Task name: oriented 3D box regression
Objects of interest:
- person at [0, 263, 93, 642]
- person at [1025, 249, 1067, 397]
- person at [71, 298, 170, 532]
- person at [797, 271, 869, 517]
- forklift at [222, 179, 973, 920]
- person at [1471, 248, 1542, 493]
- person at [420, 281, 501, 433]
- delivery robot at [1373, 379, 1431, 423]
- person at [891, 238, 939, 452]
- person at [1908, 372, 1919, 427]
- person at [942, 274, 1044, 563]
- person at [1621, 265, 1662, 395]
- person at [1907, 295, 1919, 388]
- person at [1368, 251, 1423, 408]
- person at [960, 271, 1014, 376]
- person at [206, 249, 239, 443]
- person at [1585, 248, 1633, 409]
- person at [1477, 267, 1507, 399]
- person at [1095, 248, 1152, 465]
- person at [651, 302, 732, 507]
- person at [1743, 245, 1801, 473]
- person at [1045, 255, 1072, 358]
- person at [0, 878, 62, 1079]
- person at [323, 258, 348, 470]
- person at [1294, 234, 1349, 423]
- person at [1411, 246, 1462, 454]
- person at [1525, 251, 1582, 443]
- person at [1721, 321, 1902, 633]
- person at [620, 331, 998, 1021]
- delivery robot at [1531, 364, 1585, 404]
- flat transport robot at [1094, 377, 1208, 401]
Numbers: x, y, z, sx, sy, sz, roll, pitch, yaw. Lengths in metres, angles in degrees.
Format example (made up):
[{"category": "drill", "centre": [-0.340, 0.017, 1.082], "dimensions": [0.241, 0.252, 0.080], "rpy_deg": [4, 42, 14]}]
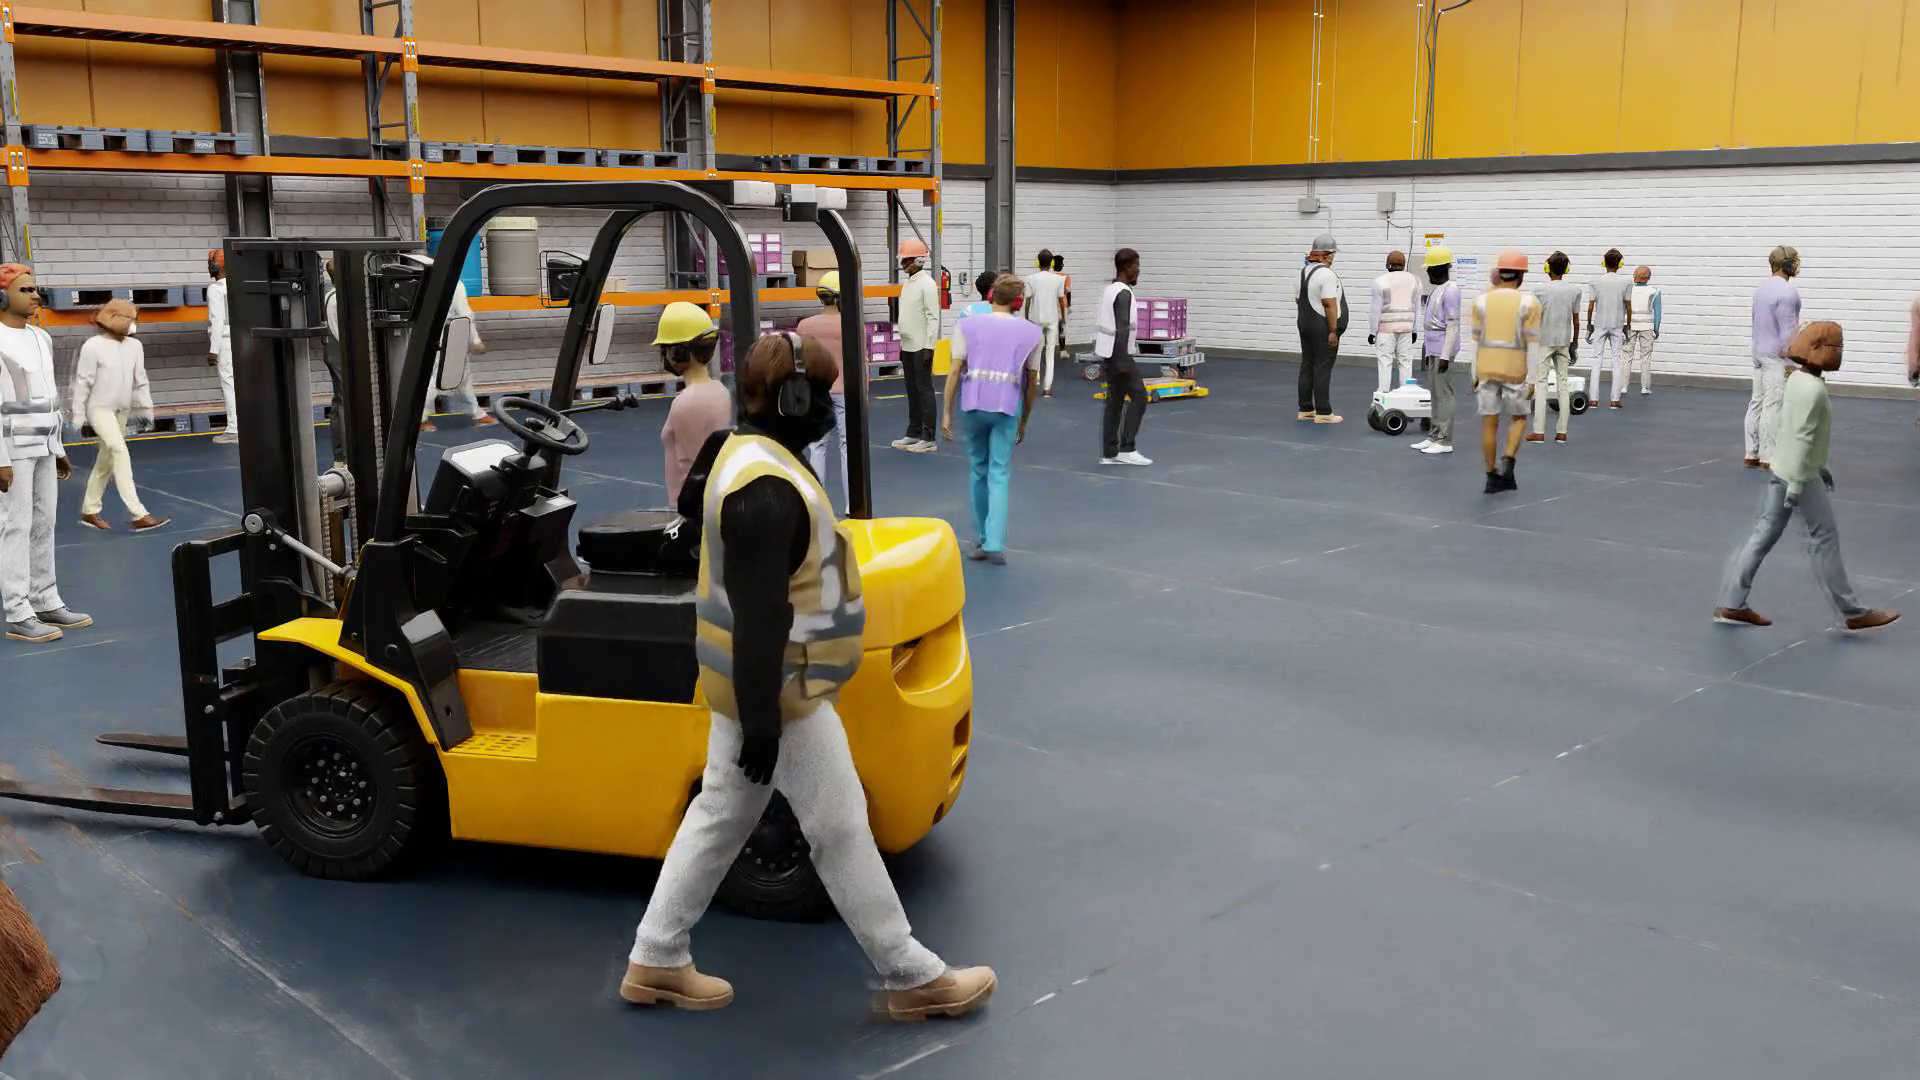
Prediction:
[{"category": "person", "centre": [-4.691, -0.439, 8.366], "dimensions": [0.355, 1.885, 0.576], "rpy_deg": [0, 10, 1]}, {"category": "person", "centre": [1.084, -2.718, 20.887], "dimensions": [0.532, 1.856, 0.388], "rpy_deg": [1, 10, 6]}, {"category": "person", "centre": [-5.752, -0.841, 11.334], "dimensions": [0.839, 1.591, 0.524], "rpy_deg": [2, 11, 13]}, {"category": "person", "centre": [-0.911, -1.047, 12.007], "dimensions": [0.532, 1.765, 0.323], "rpy_deg": [2, 11, 10]}, {"category": "forklift", "centre": [-1.114, -0.058, 5.440], "dimensions": [2.313, 2.155, 1.214], "rpy_deg": [2, 11, 13]}, {"category": "person", "centre": [4.263, -1.313, 13.022], "dimensions": [0.554, 1.920, 0.418], "rpy_deg": [7, 12, 33]}, {"category": "person", "centre": [-5.318, -2.062, 17.250], "dimensions": [1.053, 1.889, 0.626], "rpy_deg": [-8, 13, -39]}, {"category": "delivery robot", "centre": [4.613, -1.406, 17.009], "dimensions": [0.707, 0.478, 0.477], "rpy_deg": [0, 10, -2]}, {"category": "person", "centre": [-0.421, -1.824, 15.621], "dimensions": [0.394, 1.990, 0.625], "rpy_deg": [-5, 12, -26]}, {"category": "person", "centre": [10.262, -2.124, 17.463], "dimensions": [0.477, 1.915, 0.744], "rpy_deg": [5, 11, 25]}, {"category": "person", "centre": [0.213, -0.774, 10.496], "dimensions": [0.601, 1.780, 0.826], "rpy_deg": [1, 10, 6]}, {"category": "person", "centre": [8.639, -2.665, 21.171], "dimensions": [0.514, 1.641, 0.308], "rpy_deg": [5, 12, 25]}, {"category": "person", "centre": [8.537, -1.508, 14.278], "dimensions": [0.962, 1.858, 0.646], "rpy_deg": [-7, 13, -34]}, {"category": "person", "centre": [5.042, -2.433, 19.356], "dimensions": [0.621, 1.845, 0.429], "rpy_deg": [-2, 11, -10]}, {"category": "person", "centre": [0.254, -1.615, 15.286], "dimensions": [0.533, 1.697, 0.319], "rpy_deg": [2, 11, 9]}, {"category": "person", "centre": [-7.167, -1.889, 16.278], "dimensions": [0.355, 1.883, 0.573], "rpy_deg": [1, 10, 6]}, {"category": "person", "centre": [7.596, -2.470, 19.478], "dimensions": [0.513, 1.872, 0.328], "rpy_deg": [4, 11, 20]}, {"category": "person", "centre": [6.637, -2.548, 20.581], "dimensions": [0.315, 1.627, 0.554], "rpy_deg": [-9, 14, -42]}, {"category": "person", "centre": [1.470, -1.604, 14.637], "dimensions": [0.556, 1.907, 0.627], "rpy_deg": [-1, 10, -6]}, {"category": "person", "centre": [-1.046, -0.055, 6.601], "dimensions": [0.329, 1.765, 0.533], "rpy_deg": [1, 10, 7]}, {"category": "person", "centre": [6.976, -1.542, 14.233], "dimensions": [0.372, 1.940, 0.632], "rpy_deg": [0, 10, 1]}, {"category": "person", "centre": [1.592, -3.846, 27.446], "dimensions": [0.540, 1.698, 0.317], "rpy_deg": [5, 12, 25]}, {"category": "person", "centre": [-0.873, 0.987, 1.340], "dimensions": [0.514, 1.605, 0.738], "rpy_deg": [8, 13, 37]}, {"category": "person", "centre": [-5.242, -1.490, 14.202], "dimensions": [0.346, 1.847, 0.505], "rpy_deg": [-8, 13, -36]}, {"category": "person", "centre": [3.952, -2.297, 18.072], "dimensions": [0.536, 2.000, 0.688], "rpy_deg": [-3, 11, -18]}, {"category": "person", "centre": [4.451, -1.761, 15.479], "dimensions": [0.382, 1.920, 0.585], "rpy_deg": [0, 10, 2]}, {"category": "person", "centre": [5.795, -1.881, 16.266], "dimensions": [0.510, 1.872, 0.328], "rpy_deg": [0, 10, 0]}, {"category": "person", "centre": [4.360, -0.314, 8.470], "dimensions": [0.840, 1.588, 0.519], "rpy_deg": [3, 11, 14]}, {"category": "person", "centre": [-0.443, 0.366, 4.259], "dimensions": [0.984, 1.787, 0.632], "rpy_deg": [-2, 11, -8]}, {"category": "delivery robot", "centre": [6.704, -1.754, 18.888], "dimensions": [0.707, 0.478, 0.477], "rpy_deg": [-2, 11, -6]}, {"category": "flat transport robot", "centre": [2.365, -1.862, 20.528], "dimensions": [1.431, 0.197, 0.652], "rpy_deg": [-10, 15, -44]}]
